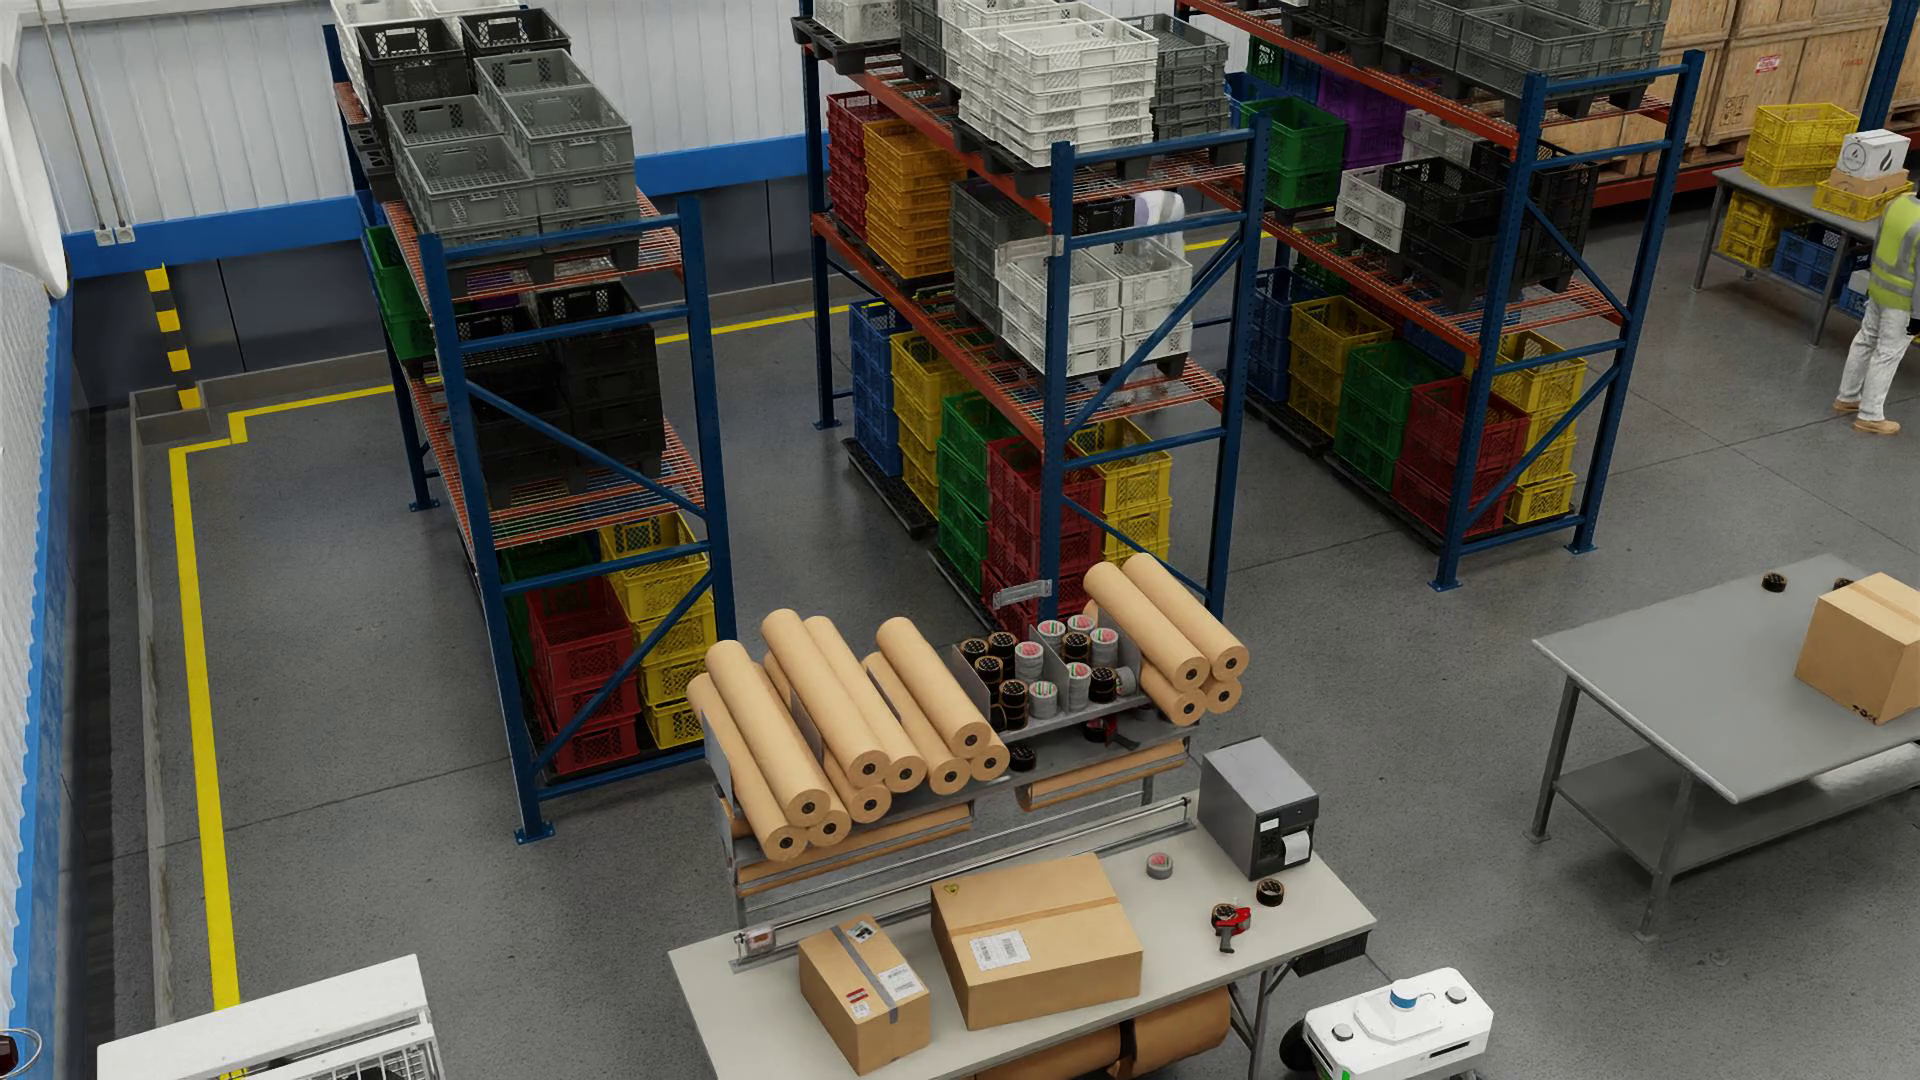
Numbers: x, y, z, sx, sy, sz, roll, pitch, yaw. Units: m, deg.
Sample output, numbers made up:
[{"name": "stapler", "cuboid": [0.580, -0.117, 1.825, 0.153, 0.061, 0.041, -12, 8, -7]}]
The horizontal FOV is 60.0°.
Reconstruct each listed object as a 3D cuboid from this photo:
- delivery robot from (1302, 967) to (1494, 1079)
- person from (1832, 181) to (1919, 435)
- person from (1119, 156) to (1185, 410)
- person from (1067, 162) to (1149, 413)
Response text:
[{"name": "delivery robot", "cuboid": [1.702, 1.918, 6.475, 0.707, 0.478, 0.477, -12, 33, -18]}, {"name": "person", "cuboid": [6.269, -1.613, 11.076, 0.429, 1.841, 0.633, 0, 32, -1]}, {"name": "person", "cuboid": [1.211, -1.783, 11.333, 0.608, 1.859, 0.585, 4, 32, 7]}, {"name": "person", "cuboid": [0.918, -1.674, 11.090, 0.627, 1.934, 0.372, 2, 32, 3]}]
